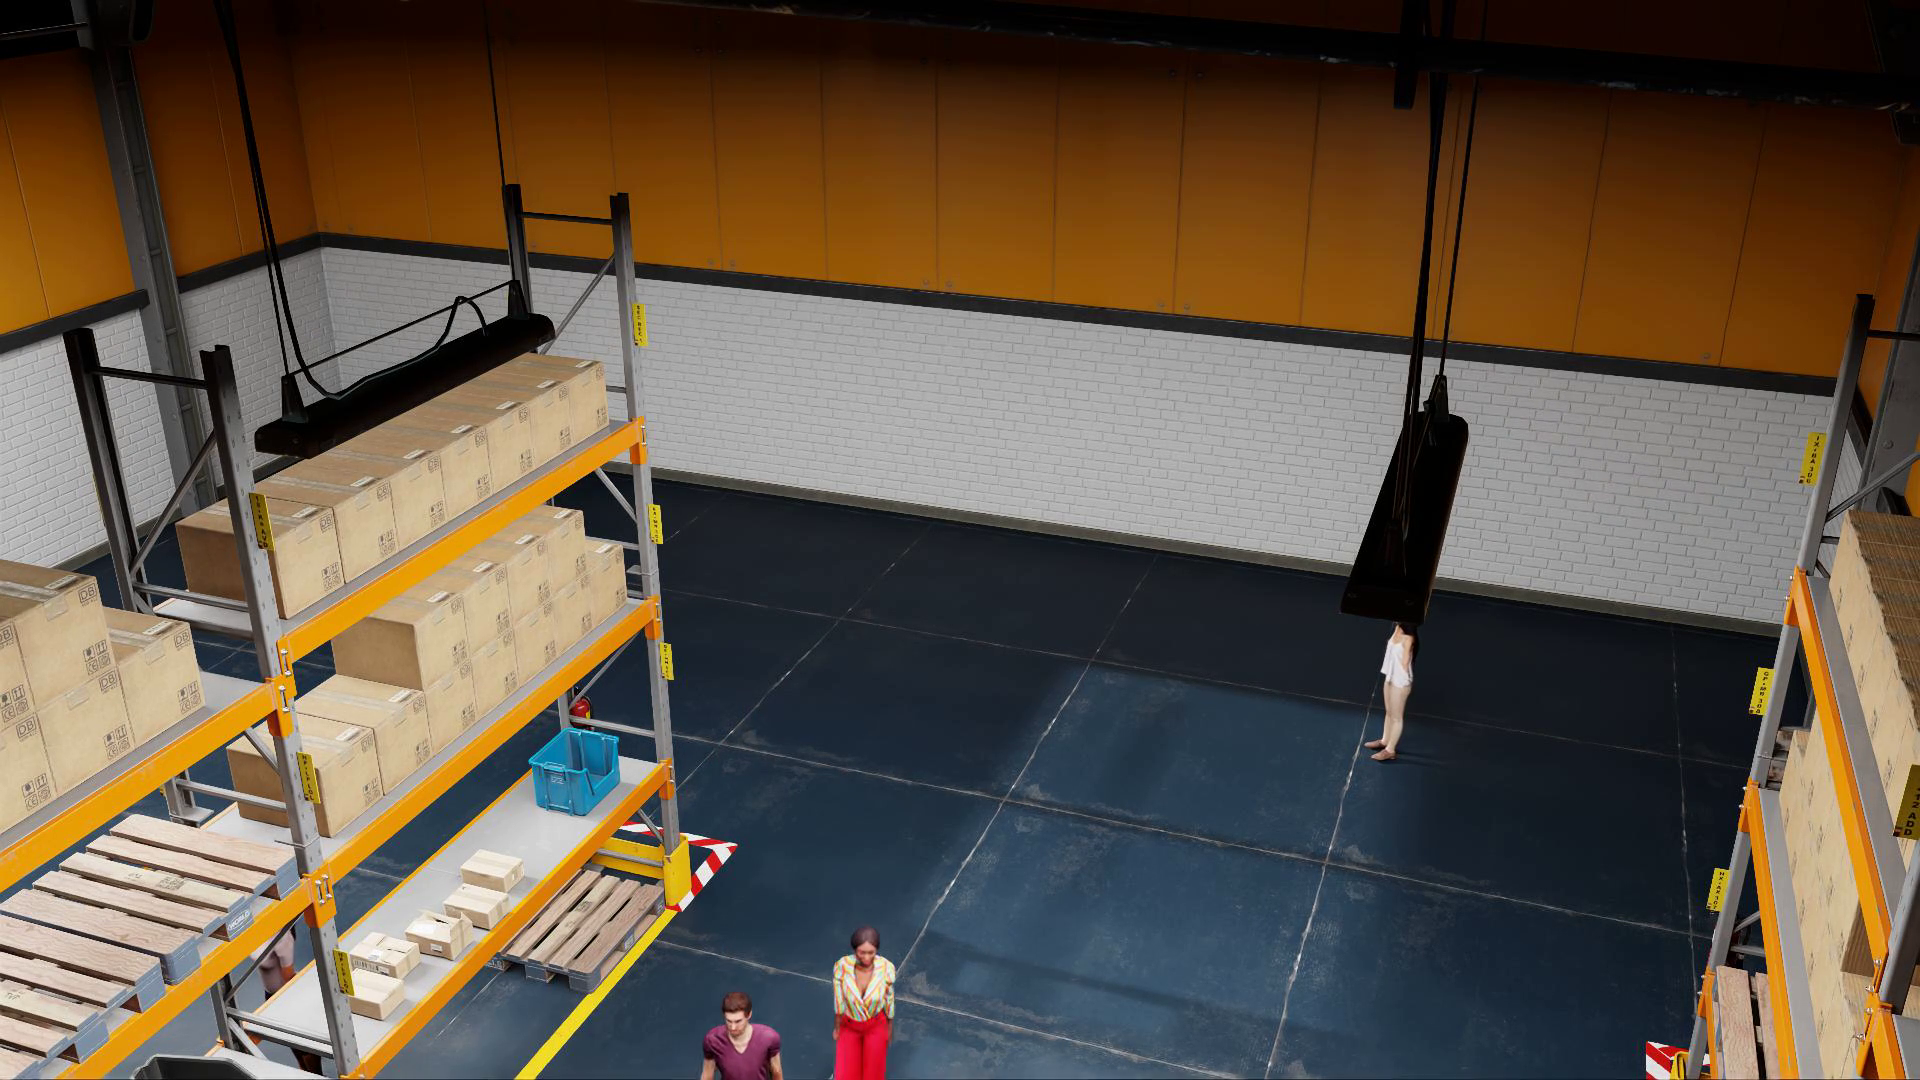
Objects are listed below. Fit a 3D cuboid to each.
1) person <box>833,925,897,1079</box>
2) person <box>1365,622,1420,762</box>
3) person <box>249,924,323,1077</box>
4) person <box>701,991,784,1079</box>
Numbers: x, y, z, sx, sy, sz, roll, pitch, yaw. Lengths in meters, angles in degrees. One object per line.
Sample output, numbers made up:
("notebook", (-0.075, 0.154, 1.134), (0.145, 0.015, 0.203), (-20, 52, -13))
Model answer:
("person", (-0.659, 3.335, 11.399), (0.756, 1.775, 0.874), (-1, 24, -3))
("person", (4.258, 1.346, 16.105), (0.703, 1.651, 0.643), (-11, 26, -23))
("person", (-4.735, 3.213, 11.717), (0.663, 1.745, 0.654), (20, 31, 38))
("person", (-1.371, 3.607, 10.742), (0.892, 1.804, 1.205), (1, 24, 3))
